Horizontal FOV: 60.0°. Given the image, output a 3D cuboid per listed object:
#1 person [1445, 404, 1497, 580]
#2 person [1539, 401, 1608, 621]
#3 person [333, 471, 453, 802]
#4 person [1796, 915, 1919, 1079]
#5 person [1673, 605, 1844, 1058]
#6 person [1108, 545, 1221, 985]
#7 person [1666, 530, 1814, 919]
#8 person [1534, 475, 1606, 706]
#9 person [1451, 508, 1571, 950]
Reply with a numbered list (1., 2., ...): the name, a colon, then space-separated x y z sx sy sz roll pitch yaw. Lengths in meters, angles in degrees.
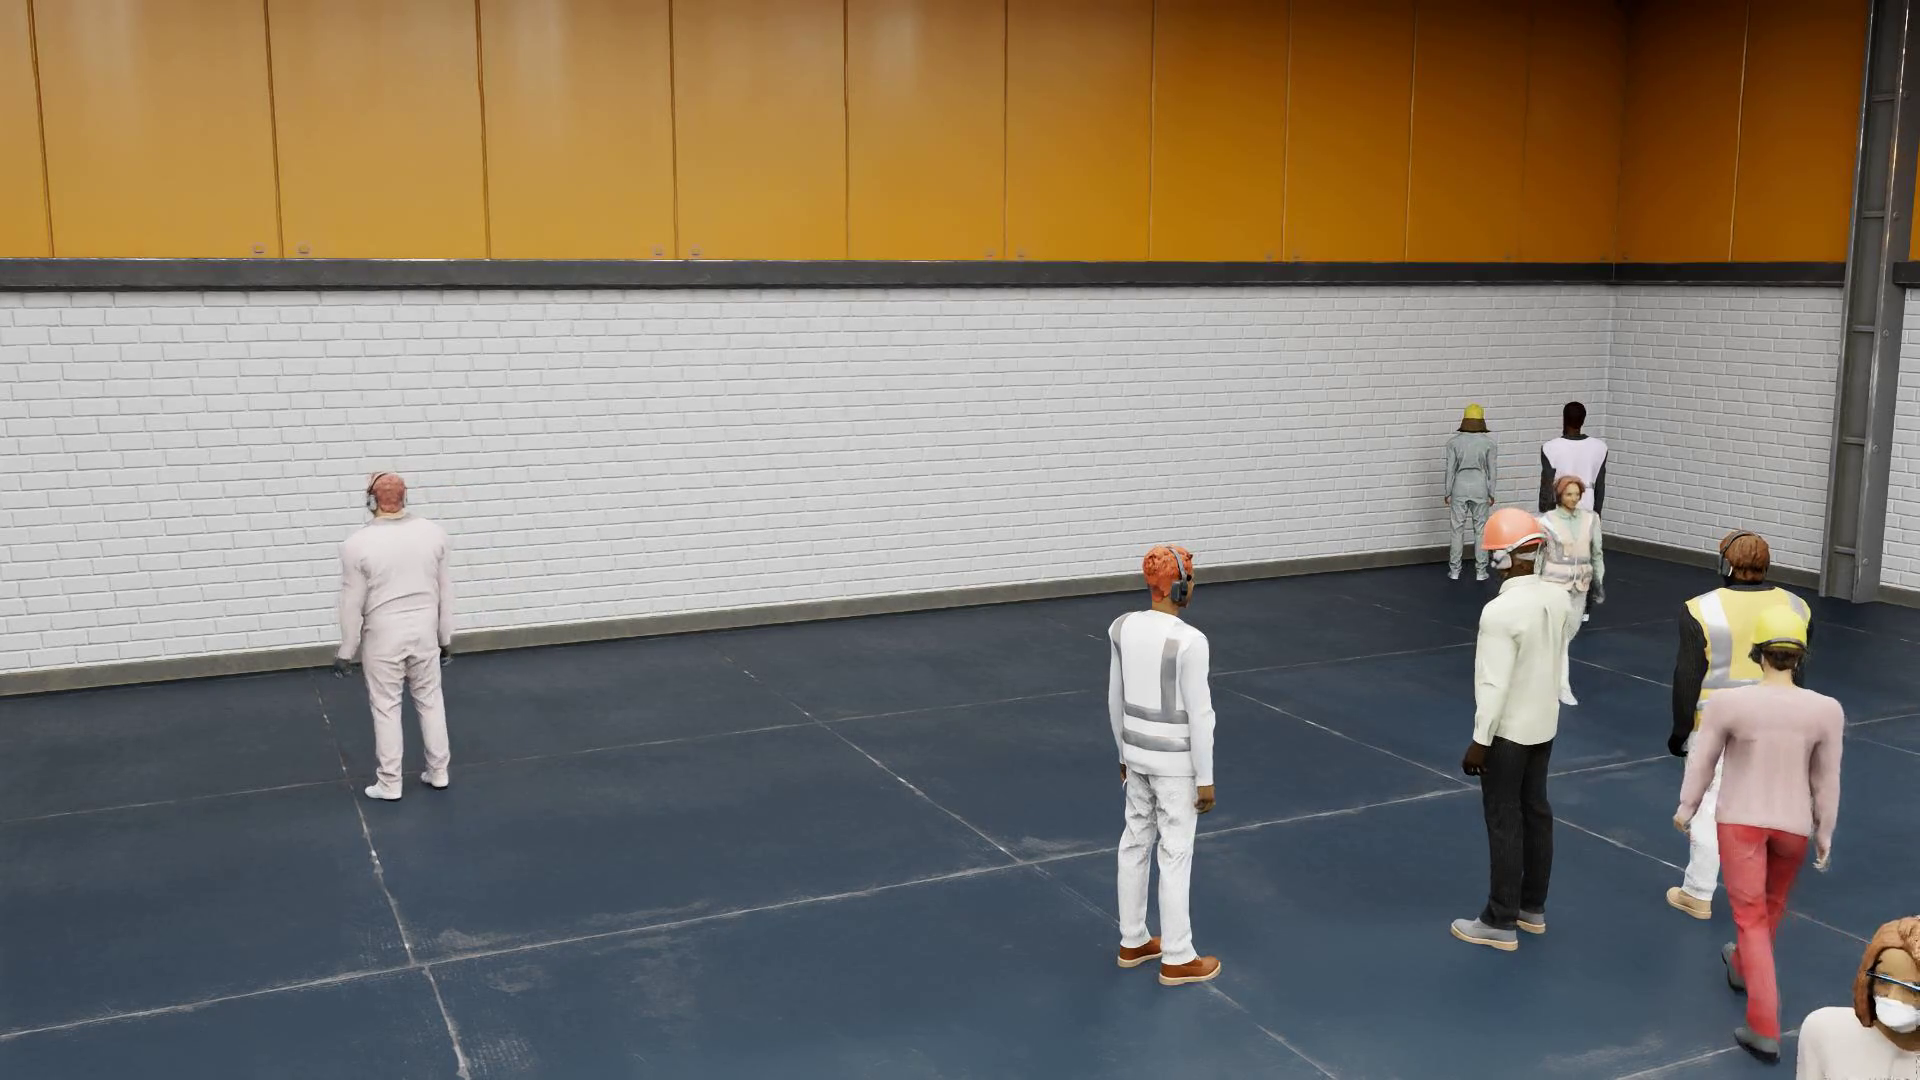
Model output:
1. person: 5.039 -0.473 16.431 0.492 1.740 0.325 3 10 17
2. person: 5.294 -0.237 14.417 0.590 1.919 0.397 -1 9 -6
3. person: -3.243 0.551 9.568 0.652 1.908 0.405 -9 13 -44
4. person: 2.089 1.628 3.737 0.275 1.630 0.514 -8 12 -40
5. person: 3.185 1.111 6.657 0.539 1.718 0.897 1 9 6
6. person: 0.876 0.956 7.131 0.356 1.883 0.572 -7 11 -37
7. person: 3.620 0.867 7.808 0.626 1.844 0.429 -1 9 -4
8. person: 4.307 0.317 11.930 0.513 1.613 0.769 -2 9 -11
9. person: 2.481 0.845 7.499 0.609 1.986 0.391 -8 12 -41
